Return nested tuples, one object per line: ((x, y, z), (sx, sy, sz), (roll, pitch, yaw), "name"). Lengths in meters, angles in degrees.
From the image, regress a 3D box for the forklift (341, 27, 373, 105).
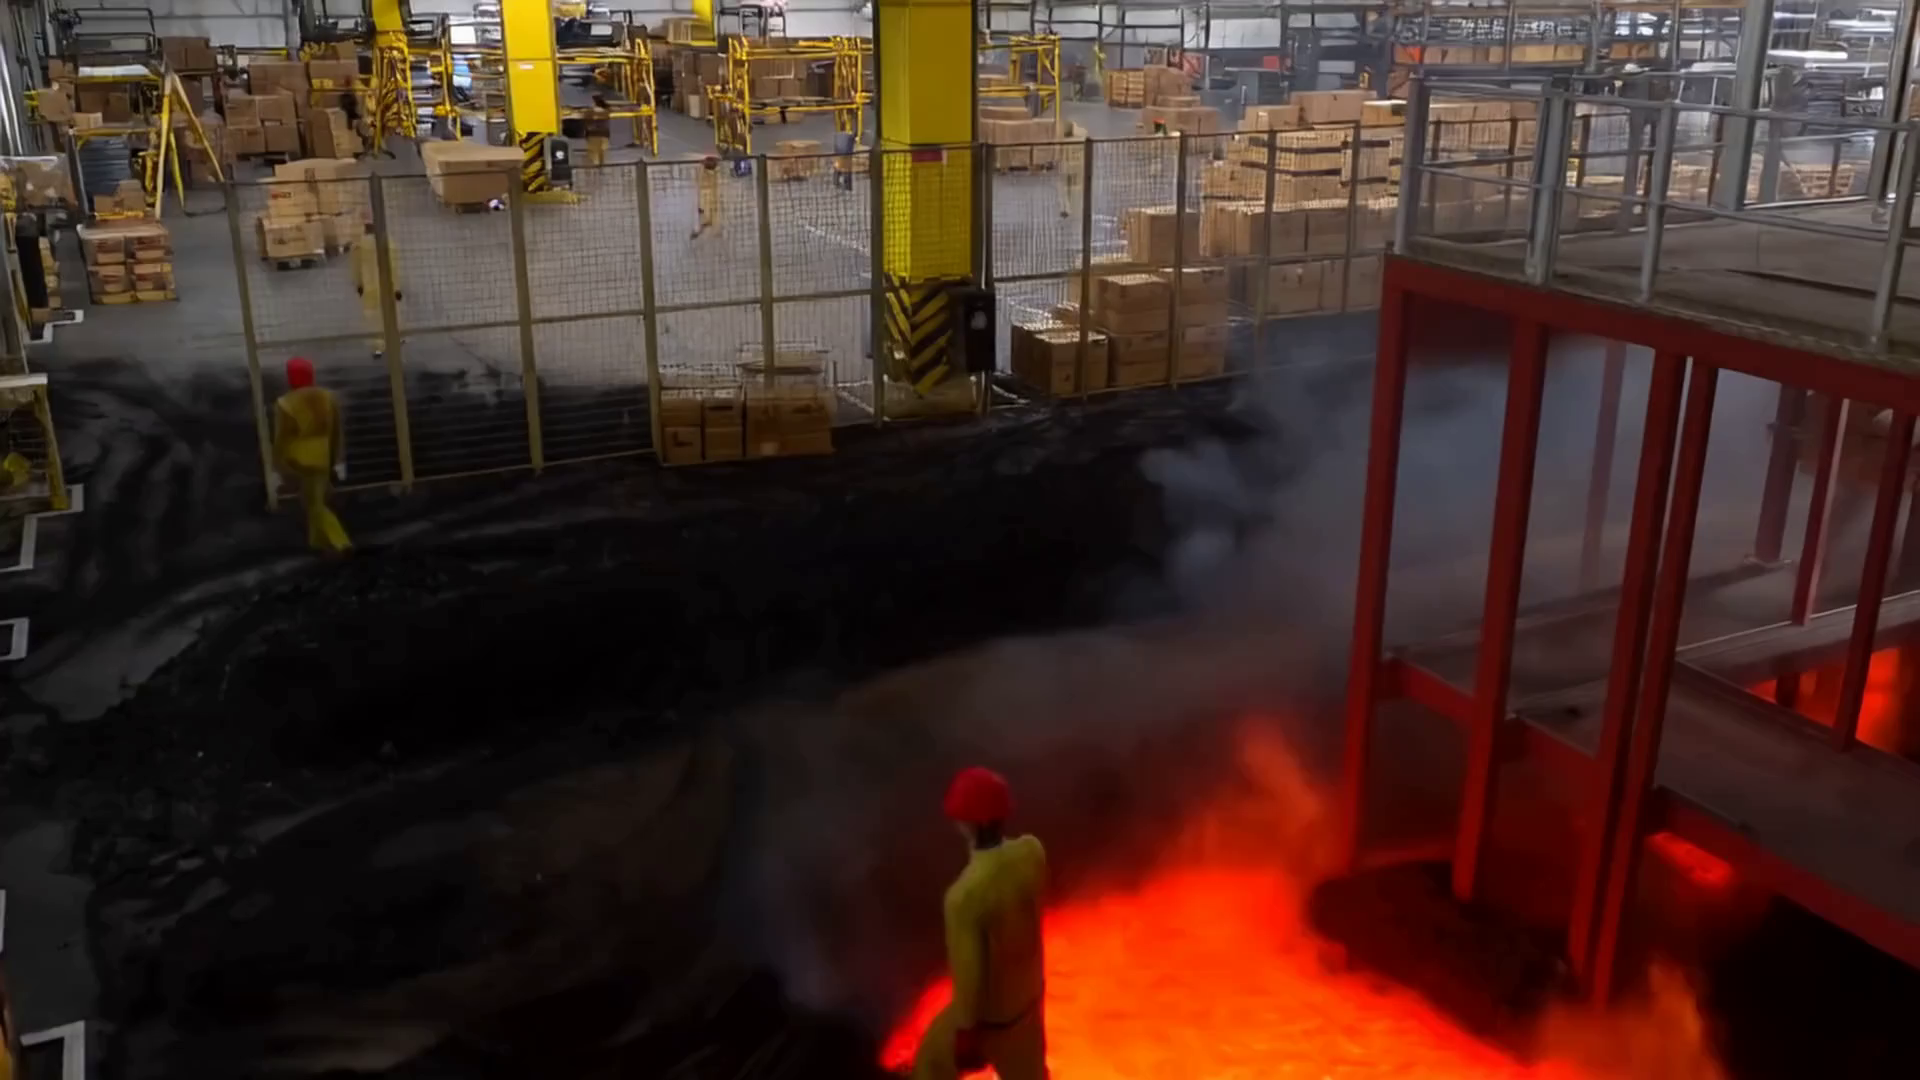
((-22.275, -17.346, 60.954), (1.873, 2.768, 1.129), (-9, 21, -25), "forklift")

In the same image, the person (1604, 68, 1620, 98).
((21.681, -14.812, 55.333), (0.609, 1.734, 0.558), (-15, 24, -37), "person")

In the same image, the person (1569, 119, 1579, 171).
((12.842, -7.936, 35.162), (0.946, 1.890, 0.568), (-14, 24, -36), "person")

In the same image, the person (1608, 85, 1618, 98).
((17.751, -11.481, 45.485), (0.533, 1.864, 0.310), (-9, 21, -24), "person")

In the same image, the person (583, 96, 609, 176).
((-8.940, -9.942, 40.957), (0.596, 1.912, 0.483), (-7, 20, -20), "person")

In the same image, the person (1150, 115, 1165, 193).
((4.496, -8.779, 37.837), (0.295, 1.744, 0.491), (3, 19, 9), "person")

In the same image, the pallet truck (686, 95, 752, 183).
((-5.836, -9.608, 39.856), (0.823, 1.965, 1.885), (10, 22, 27), "pallet truck")

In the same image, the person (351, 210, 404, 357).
((-7.675, -3.409, 22.028), (0.635, 1.899, 0.748), (-1, 19, -3), "person")

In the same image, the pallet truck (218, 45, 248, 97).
((-28.879, -18.665, 66.111), (0.823, 1.965, 1.885), (-3, 19, -9), "pallet truck")

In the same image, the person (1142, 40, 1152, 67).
((8.287, -21.298, 73.979), (0.429, 1.844, 0.627), (8, 21, 23), "person")

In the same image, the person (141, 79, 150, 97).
((-25.087, -13.430, 51.492), (0.519, 1.633, 0.312), (9, 21, 25), "person")

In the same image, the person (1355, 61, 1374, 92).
((13.220, -14.632, 54.353), (0.776, 2.000, 0.697), (4, 20, 13), "person")

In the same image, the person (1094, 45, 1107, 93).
((5.728, -19.179, 67.758), (0.612, 1.897, 0.634), (-12, 23, -32), "person")

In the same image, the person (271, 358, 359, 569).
((-5.516, -0.662, 14.216), (0.908, 1.808, 0.622), (9, 21, 24), "person")

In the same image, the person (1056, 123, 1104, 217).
((2.477, -7.569, 34.095), (0.916, 1.910, 0.638), (9, 21, 25), "person")

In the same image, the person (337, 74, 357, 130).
((-18.200, -12.858, 49.403), (0.557, 1.918, 0.776), (-15, 24, -38), "person")

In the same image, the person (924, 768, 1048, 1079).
((0.045, 1.805, 6.839), (0.976, 1.950, 0.622), (16, 25, 39), "person")

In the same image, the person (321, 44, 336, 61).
((-26.127, -19.584, 68.880), (0.465, 1.927, 0.628), (9, 21, 24), "person")

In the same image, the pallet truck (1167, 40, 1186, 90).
((9.045, -19.971, 69.895), (0.823, 1.965, 1.885), (-3, 19, -8), "pallet truck")

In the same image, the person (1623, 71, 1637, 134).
((20.186, -13.039, 49.848), (0.624, 1.976, 0.693), (2, 19, 5), "person")

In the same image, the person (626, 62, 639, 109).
((-11.789, -16.439, 59.753), (0.380, 1.932, 0.548), (18, 26, 42), "person")

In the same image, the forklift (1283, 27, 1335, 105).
((12.717, -17.265, 60.717), (1.873, 2.768, 1.129), (-9, 21, -25), "forklift")

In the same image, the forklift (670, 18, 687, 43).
((-12.128, -21.141, 71.955), (1.873, 2.768, 1.129), (5, 20, 13), "forklift")

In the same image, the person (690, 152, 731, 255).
((-4.494, -6.015, 29.723), (0.799, 1.820, 0.634), (16, 25, 38), "person")

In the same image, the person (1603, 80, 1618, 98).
((18.818, -12.513, 48.323), (0.367, 1.966, 0.606), (-3, 19, -10), "person")

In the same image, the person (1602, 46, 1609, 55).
((28.171, -20.821, 72.923), (0.481, 1.618, 0.509), (3, 19, 8), "person")

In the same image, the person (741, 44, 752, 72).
((-9.153, -20.214, 70.768), (0.654, 1.881, 1.041), (-6, 20, -18), "person")

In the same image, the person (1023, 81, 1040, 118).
((2.046, -12.222, 47.683), (0.564, 1.830, 0.780), (-10, 21, -26), "person")

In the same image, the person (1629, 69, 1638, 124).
((22.134, -14.564, 54.588), (0.355, 1.755, 0.518), (13, 23, 33), "person")

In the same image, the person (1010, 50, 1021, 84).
((2.428, -20.828, 72.916), (0.515, 1.641, 0.315), (11, 22, 28), "person")

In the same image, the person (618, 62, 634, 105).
((-11.539, -15.623, 57.484), (0.431, 1.865, 0.588), (14, 23, 34), "person")

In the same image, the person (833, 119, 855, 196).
((-2.611, -8.606, 37.419), (0.534, 1.692, 0.321), (6, 20, 17), "person")
